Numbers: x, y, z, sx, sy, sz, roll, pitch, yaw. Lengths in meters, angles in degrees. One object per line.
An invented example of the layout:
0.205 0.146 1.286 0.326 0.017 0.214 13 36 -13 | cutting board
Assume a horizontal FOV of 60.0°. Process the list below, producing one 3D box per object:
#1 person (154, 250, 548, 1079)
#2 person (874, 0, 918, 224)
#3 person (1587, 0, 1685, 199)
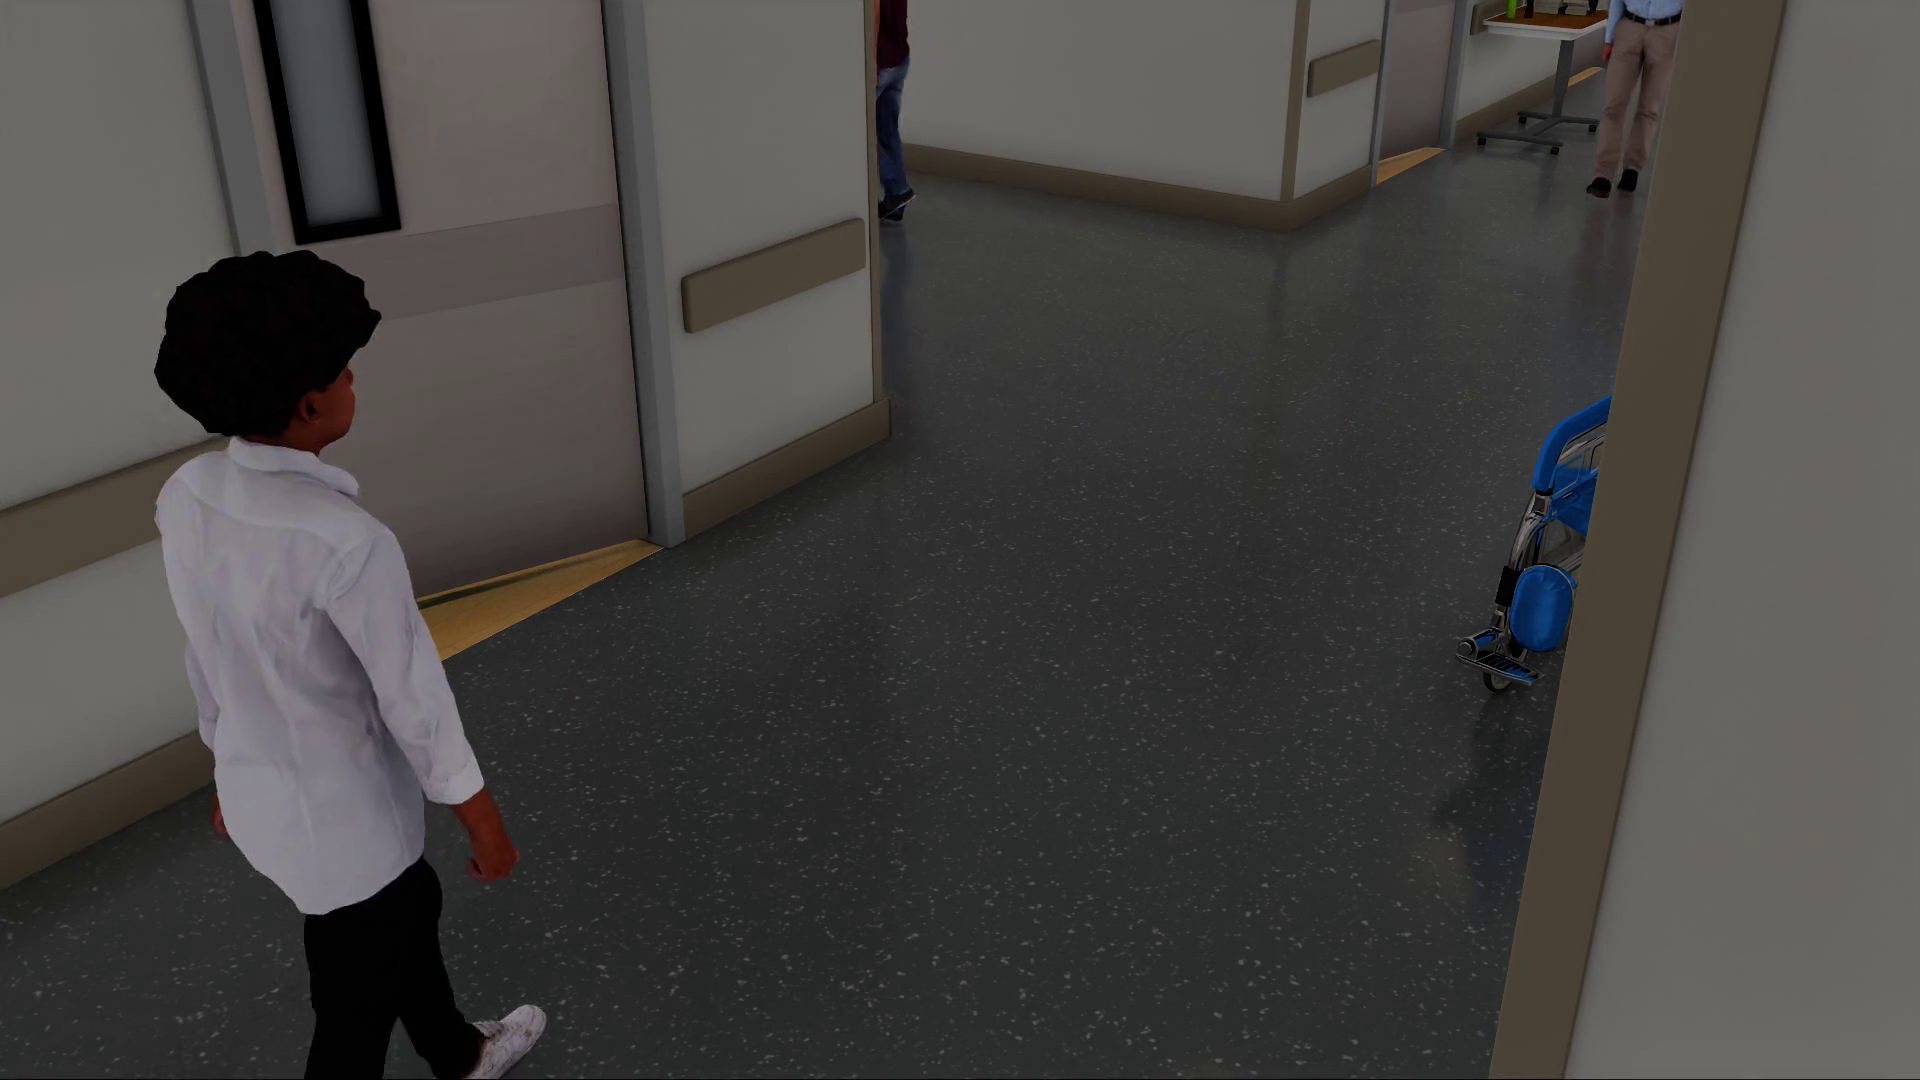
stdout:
-1.087 0.451 2.691 0.657 1.788 0.838 17 31 31 | person
-0.357 -2.607 8.975 0.840 1.837 0.732 8 27 16 | person
4.008 -2.917 9.644 0.772 1.816 1.059 12 28 23 | person
